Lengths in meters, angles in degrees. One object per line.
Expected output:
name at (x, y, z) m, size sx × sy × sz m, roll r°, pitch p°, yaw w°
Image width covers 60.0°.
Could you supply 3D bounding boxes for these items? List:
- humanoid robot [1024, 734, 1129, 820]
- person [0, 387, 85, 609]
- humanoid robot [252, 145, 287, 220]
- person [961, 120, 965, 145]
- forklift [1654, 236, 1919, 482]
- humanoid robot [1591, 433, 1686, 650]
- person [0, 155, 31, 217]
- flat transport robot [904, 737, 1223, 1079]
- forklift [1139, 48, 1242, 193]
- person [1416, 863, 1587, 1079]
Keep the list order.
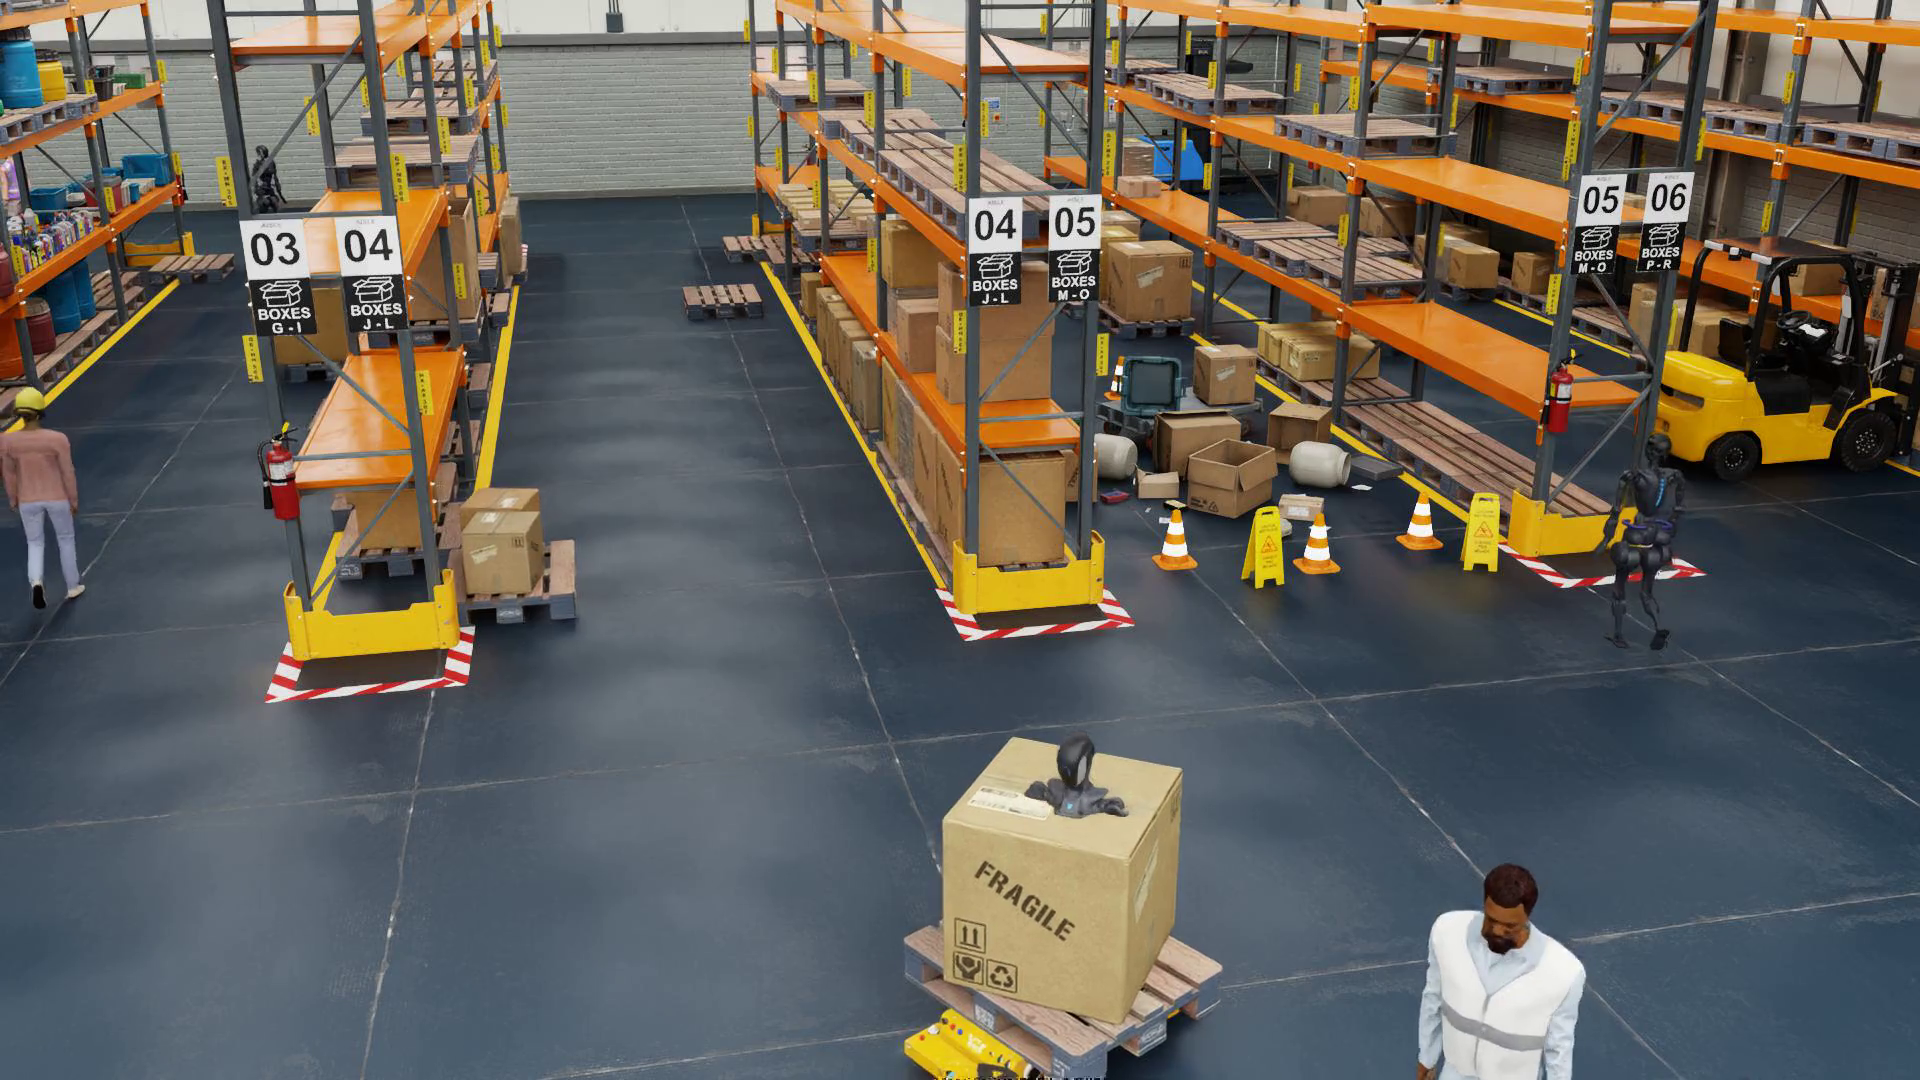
humanoid robot at (0.544, 1.641, 7.802) m, size 0.610 × 1.682 × 0.396 m, roll 8°, pitch 22°, yaw 20°
person at (-7.116, -0.307, 12.890) m, size 0.526 × 1.751 × 0.601 m, roll -6°, pitch 21°, yaw -15°
humanoid robot at (-11.591, -5.764, 27.770) m, size 0.748 × 1.643 × 0.584 m, roll 7°, pitch 21°, yaw 17°
person at (0.153, -6.996, 30.987) m, size 0.320 × 1.697 × 0.531 m, roll 0°, pitch 20°, yaw -1°
forklift at (8.013, -1.814, 16.330) m, size 2.313 × 2.155 × 1.214 m, roll -4°, pitch 21°, yaw -12°
humanoid robot at (4.971, 0.037, 12.098) m, size 0.600 × 1.645 × 0.503 m, roll -3°, pitch 21°, yaw -7°
person at (-15.367, -5.562, 27.144) m, size 0.348 × 1.688 × 0.492 m, roll 11°, pitch 23°, yaw 26°
flat transport robot at (0.471, 2.275, 8.076) m, size 1.431 × 0.231 × 0.659 m, roll -17°, pitch 26°, yaw -39°
forklift at (4.566, -8.313, 32.860) m, size 1.873 × 2.768 × 1.129 m, roll -4°, pitch 21°, yaw -12°
person at (2.042, 2.036, 6.383) m, size 0.598 × 1.895 × 0.495 m, roll 14°, pitch 24°, yaw 33°
